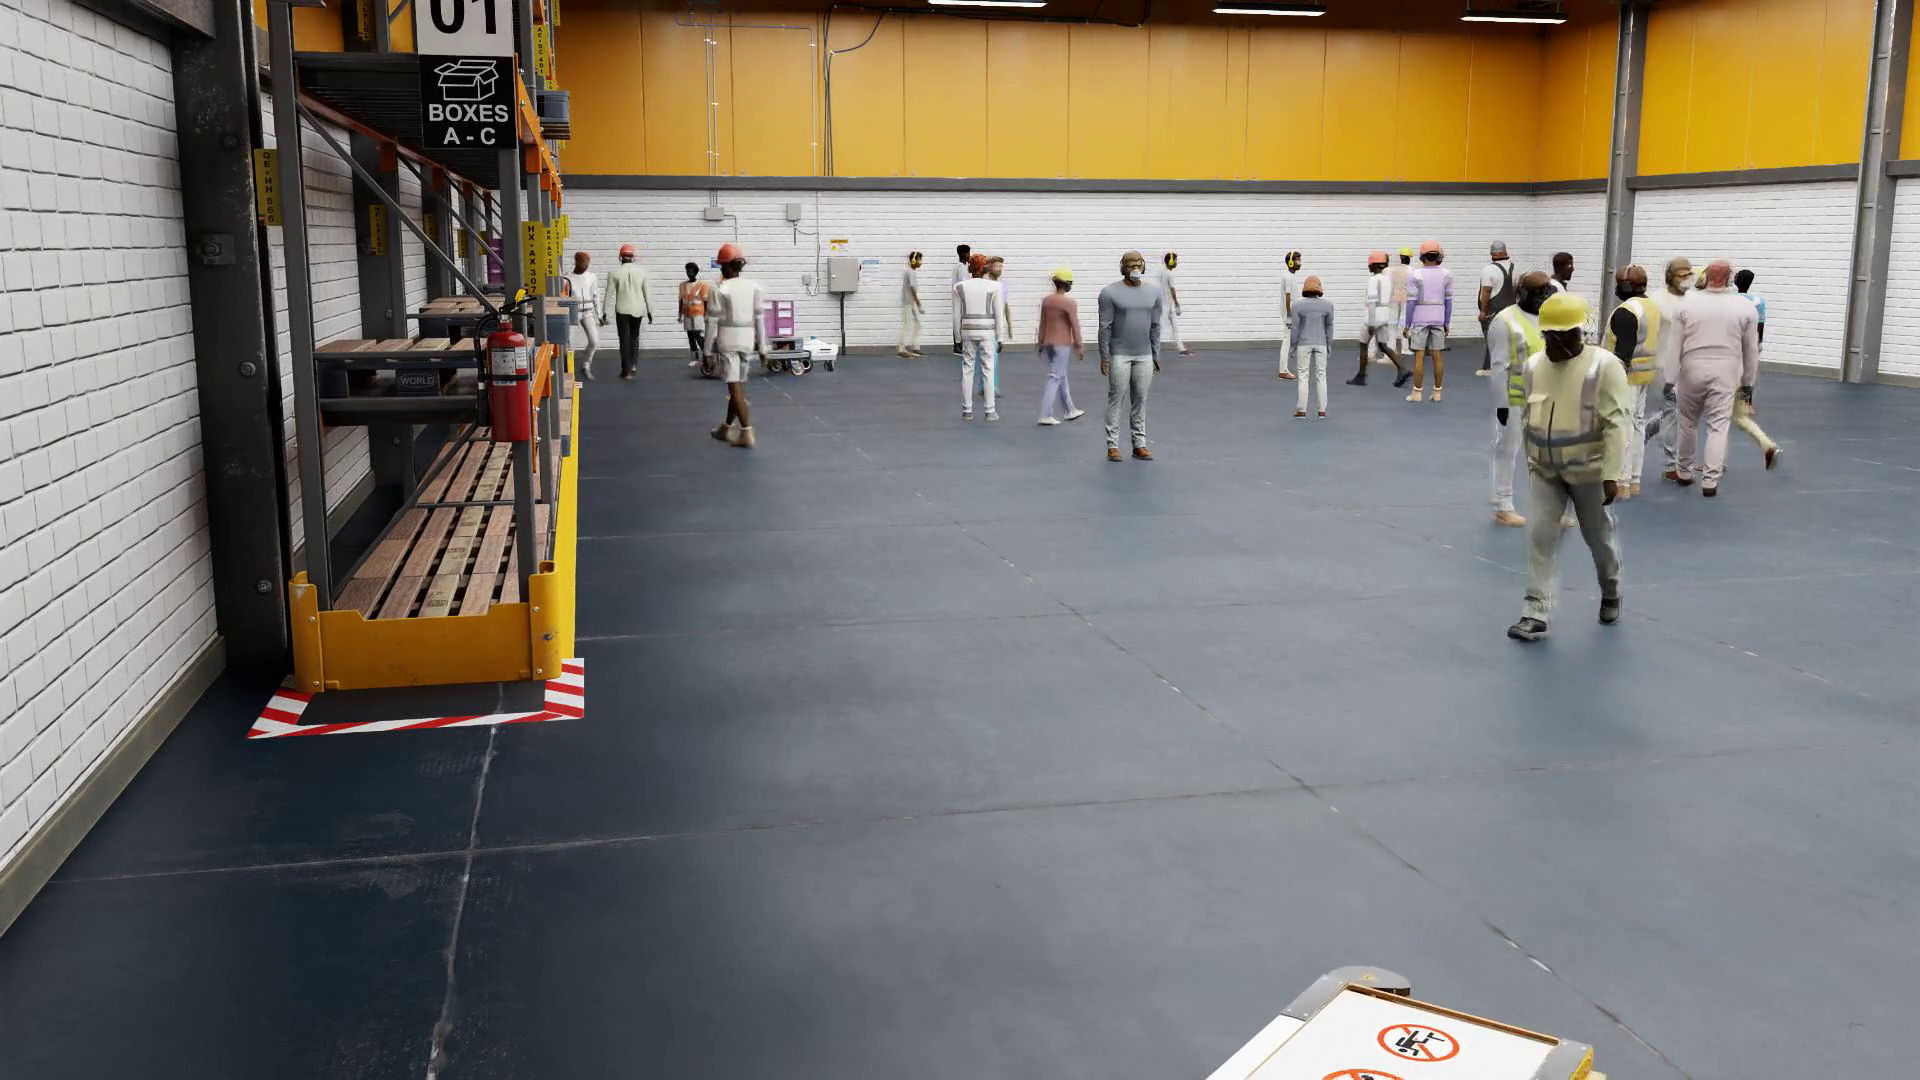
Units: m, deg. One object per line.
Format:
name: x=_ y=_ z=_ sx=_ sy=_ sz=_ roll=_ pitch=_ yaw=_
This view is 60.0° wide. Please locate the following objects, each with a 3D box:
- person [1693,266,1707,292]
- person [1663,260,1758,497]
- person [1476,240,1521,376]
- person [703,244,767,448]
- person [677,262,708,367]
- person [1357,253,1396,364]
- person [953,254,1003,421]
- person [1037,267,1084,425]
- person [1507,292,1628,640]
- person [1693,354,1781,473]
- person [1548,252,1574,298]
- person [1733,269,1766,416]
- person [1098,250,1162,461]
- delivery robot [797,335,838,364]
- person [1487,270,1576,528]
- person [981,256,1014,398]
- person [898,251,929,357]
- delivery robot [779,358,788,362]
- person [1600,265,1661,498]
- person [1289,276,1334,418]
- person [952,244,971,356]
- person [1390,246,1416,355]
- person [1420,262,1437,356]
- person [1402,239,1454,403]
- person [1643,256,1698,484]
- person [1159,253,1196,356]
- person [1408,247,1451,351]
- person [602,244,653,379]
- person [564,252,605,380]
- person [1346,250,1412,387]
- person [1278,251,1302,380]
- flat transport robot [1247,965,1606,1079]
person: x=9.221 y=-2.536 z=20.656 sx=0.486 sy=1.720 sz=0.743 roll=-2 pitch=10 yaw=-11
person: x=6.079 y=-1.318 z=13.497 sx=0.683 sy=1.862 sz=0.950 roll=4 pitch=11 yaw=22
person: x=8.045 y=-3.487 z=25.029 sx=0.684 sy=2.000 sz=0.536 roll=-5 pitch=11 yaw=-24
person: x=-2.279 y=-1.930 z=16.547 sx=0.631 sy=1.995 sz=0.956 roll=-9 pitch=14 yaw=-42
person: x=-4.280 y=-3.608 z=26.670 sx=0.534 sy=1.686 sz=0.360 roll=5 pitch=11 yaw=24
person: x=6.874 y=-3.818 z=27.450 sx=0.710 sy=1.818 sz=0.651 roll=0 pitch=10 yaw=2
person: x=0.207 y=-2.283 z=18.797 sx=0.574 sy=1.883 sz=0.355 roll=2 pitch=10 yaw=10
person: x=1.187 y=-2.148 z=18.426 sx=0.837 sy=1.729 sz=0.553 roll=-8 pitch=13 yaw=-37
person: x=3.201 y=-0.386 z=8.596 sx=0.905 sy=1.788 sz=0.639 roll=-9 pitch=13 yaw=-40
person: x=6.765 y=-1.353 z=14.405 sx=0.506 sy=1.600 sz=0.623 roll=-8 pitch=13 yaw=-39
person: x=6.797 y=-2.313 z=18.927 sx=0.536 sy=1.901 sz=0.603 roll=4 pitch=11 yaw=22
person: x=9.047 y=-2.283 z=19.304 sx=0.530 sy=1.697 sz=0.321 roll=6 pitch=12 yaw=30
person: x=1.576 y=-1.696 z=15.388 sx=0.635 sy=1.939 sz=0.367 roll=-3 pitch=11 yaw=-18
delivery robot: x=-2.258 y=-2.929 z=25.795 sx=0.707 sy=0.478 sz=0.477 roll=-5 pitch=11 yaw=-25
person: x=4.045 y=-0.967 z=11.676 sx=0.665 sy=1.819 sz=0.735 roll=-4 pitch=11 yaw=-22
person: x=0.469 y=-2.743 z=21.500 sx=0.613 sy=1.821 sz=0.711 roll=-10 pitch=14 yaw=-43
person: x=-0.787 y=-4.074 z=28.838 sx=0.682 sy=1.833 sz=0.537 roll=2 pitch=10 yaw=9
delivery robot: x=-2.768 y=-2.985 z=26.102 sx=0.477 sy=0.478 sz=0.707 roll=4 pitch=11 yaw=23
person: x=5.286 y=-1.256 z=13.219 sx=0.429 sy=1.840 sz=0.637 roll=9 pitch=13 yaw=40
person: x=4.018 y=-2.204 z=19.048 sx=0.501 sy=1.633 sz=0.289 roll=0 pitch=10 yaw=-2
person: x=0.039 y=-4.237 z=29.406 sx=0.368 sy=1.961 sz=0.600 roll=-3 pitch=11 yaw=-14
person: x=7.874 y=-4.249 z=29.570 sx=0.386 sy=1.922 sz=0.594 roll=-9 pitch=14 yaw=-42
person: x=8.284 y=-4.228 z=29.420 sx=0.379 sy=1.937 sz=0.547 roll=-1 pitch=10 yaw=-5
person: x=5.844 y=-2.730 z=20.821 sx=0.605 sy=2.045 sz=0.378 roll=-1 pitch=10 yaw=-7
person: x=5.977 y=-1.454 z=14.144 sx=0.642 sy=1.910 sz=0.808 roll=-5 pitch=11 yaw=-25
person: x=3.647 y=-4.111 z=29.120 sx=1.001 sy=1.818 sz=0.536 roll=-1 pitch=10 yaw=-8
person: x=8.612 y=-4.395 z=30.416 sx=0.813 sy=1.910 sz=0.561 roll=-1 pitch=10 yaw=-5
person: x=-4.911 y=-3.357 z=24.500 sx=0.747 sy=1.964 sz=0.539 roll=-5 pitch=11 yaw=-26
person: x=-5.480 y=-3.218 z=24.018 sx=0.687 sy=1.865 sz=0.382 roll=-7 pitch=12 yaw=-34
person: x=5.857 y=-3.077 z=23.141 sx=0.548 sy=1.912 sz=0.897 roll=-10 pitch=14 yaw=-44
person: x=4.858 y=-3.293 z=24.427 sx=0.313 sy=1.869 sz=0.538 roll=2 pitch=10 yaw=12
flat transport robot: x=0.832 y=1.285 z=3.488 sx=0.652 sy=0.197 sz=1.431 roll=7 pitch=13 yaw=35
